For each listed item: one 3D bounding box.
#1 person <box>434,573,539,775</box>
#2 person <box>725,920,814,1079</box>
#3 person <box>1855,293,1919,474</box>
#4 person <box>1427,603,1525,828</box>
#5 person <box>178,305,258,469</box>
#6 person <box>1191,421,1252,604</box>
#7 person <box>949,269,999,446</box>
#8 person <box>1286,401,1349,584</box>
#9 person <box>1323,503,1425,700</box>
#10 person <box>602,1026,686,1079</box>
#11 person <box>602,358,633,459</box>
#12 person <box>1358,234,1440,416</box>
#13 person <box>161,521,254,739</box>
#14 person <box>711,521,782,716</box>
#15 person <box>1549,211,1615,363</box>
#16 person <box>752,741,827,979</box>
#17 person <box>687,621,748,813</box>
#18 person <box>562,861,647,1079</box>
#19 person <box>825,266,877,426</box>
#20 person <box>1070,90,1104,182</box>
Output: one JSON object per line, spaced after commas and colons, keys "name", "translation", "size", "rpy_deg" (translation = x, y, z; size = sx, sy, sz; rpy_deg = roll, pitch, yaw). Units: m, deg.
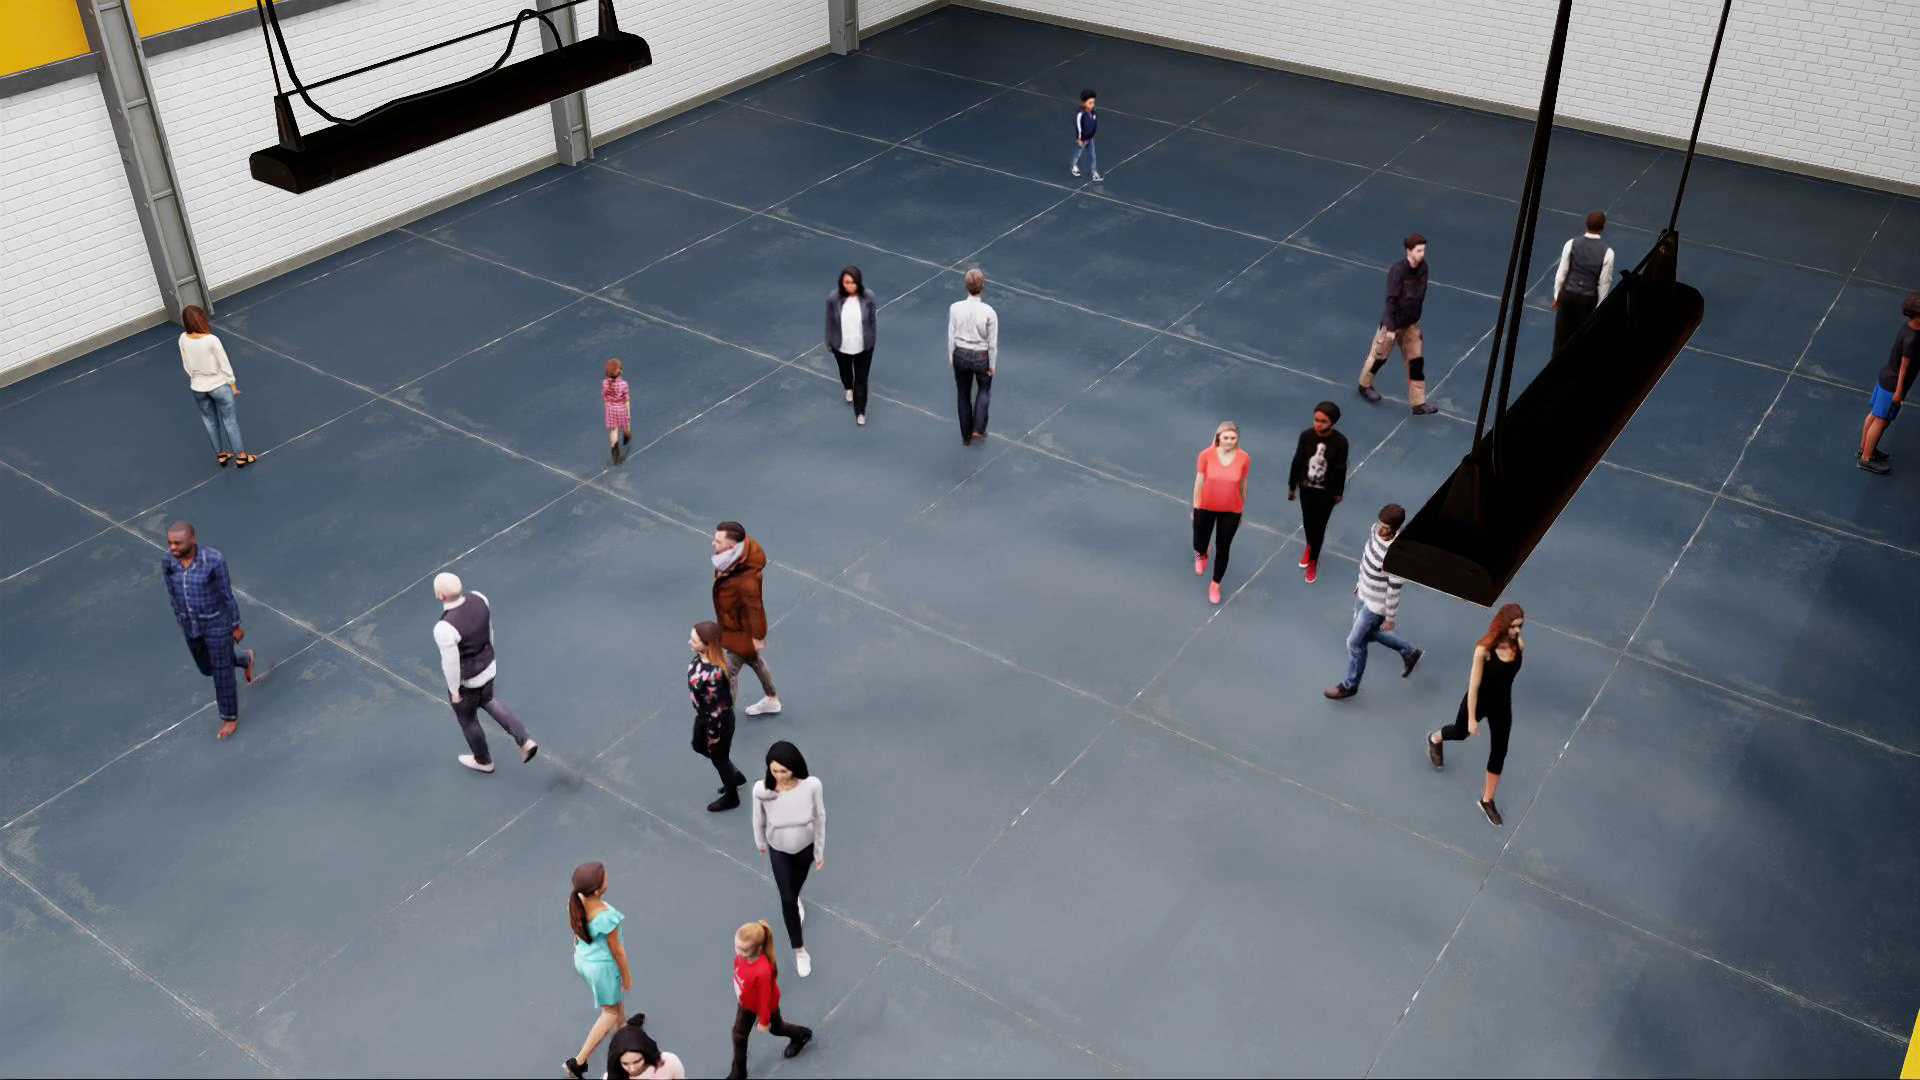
{"name": "person", "translation": [-3.445, 0.993, 11.983], "size": [0.900, 1.811, 0.943], "rpy_deg": [12, 35, 17]}
{"name": "person", "translation": [-1.146, 2.715, 9.886], "size": [0.936, 1.264, 0.622], "rpy_deg": [-28, 43, -35]}
{"name": "person", "translation": [8.864, -1.513, 15.763], "size": [0.713, 1.800, 0.580], "rpy_deg": [14, 36, 20]}
{"name": "person", "translation": [3.697, 1.134, 11.875], "size": [1.079, 1.696, 1.116], "rpy_deg": [-6, 34, -9]}
{"name": "person", "translation": [-7.098, -1.452, 15.777], "size": [0.686, 1.683, 0.670], "rpy_deg": [7, 34, 11]}
{"name": "person", "translation": [2.173, -0.290, 14.026], "size": [0.798, 1.687, 0.899], "rpy_deg": [4, 34, 6]}
{"name": "person", "translation": [0.103, -1.716, 16.064], "size": [0.776, 1.805, 0.804], "rpy_deg": [5, 34, 7]}
{"name": "person", "translation": [3.114, -0.489, 14.350], "size": [0.654, 1.659, 0.750], "rpy_deg": [17, 37, 24]}
{"name": "person", "translation": [3.286, 0.465, 12.778], "size": [1.097, 1.810, 1.078], "rpy_deg": [-2, 34, -3]}
{"name": "person", "translation": [-1.626, 3.132, 8.814], "size": [0.920, 1.756, 0.964], "rpy_deg": [-9, 35, -14]}
{"name": "person", "translation": [-3.343, -1.268, 16.105], "size": [0.679, 1.013, 0.793], "rpy_deg": [-1, 34, -1]}
{"name": "person", "translation": [4.354, -2.193, 16.723], "size": [1.261, 1.870, 1.115], "rpy_deg": [-18, 38, -25]}
{"name": "person", "translation": [-5.634, 0.594, 12.594], "size": [0.926, 1.799, 1.078], "rpy_deg": [4, 34, 6]}
{"name": "person", "translation": [-1.549, 0.638, 12.520], "size": [1.105, 1.807, 1.018], "rpy_deg": [-10, 35, -15]}
{"name": "person", "translation": [6.342, -2.457, 17.074], "size": [0.698, 1.921, 0.645], "rpy_deg": [19, 38, 27]}
{"name": "person", "translation": [-1.084, 1.900, 10.757], "size": [1.056, 1.657, 1.079], "rpy_deg": [-8, 34, -12]}
{"name": "person", "translation": [-1.648, 1.231, 11.750], "size": [0.760, 1.672, 0.717], "rpy_deg": [-11, 35, -15]}
{"name": "person", "translation": [-2.190, 2.561, 9.869], "size": [0.580, 1.540, 0.936], "rpy_deg": [24, 40, 31]}
{"name": "person", "translation": [-1.086, -2.013, 16.731], "size": [1.058, 1.561, 1.159], "rpy_deg": [-3, 34, -4]}
{"name": "person", "translation": [1.635, -5.392, 22.150], "size": [0.852, 1.190, 0.794], "rpy_deg": [-18, 37, -24]}
